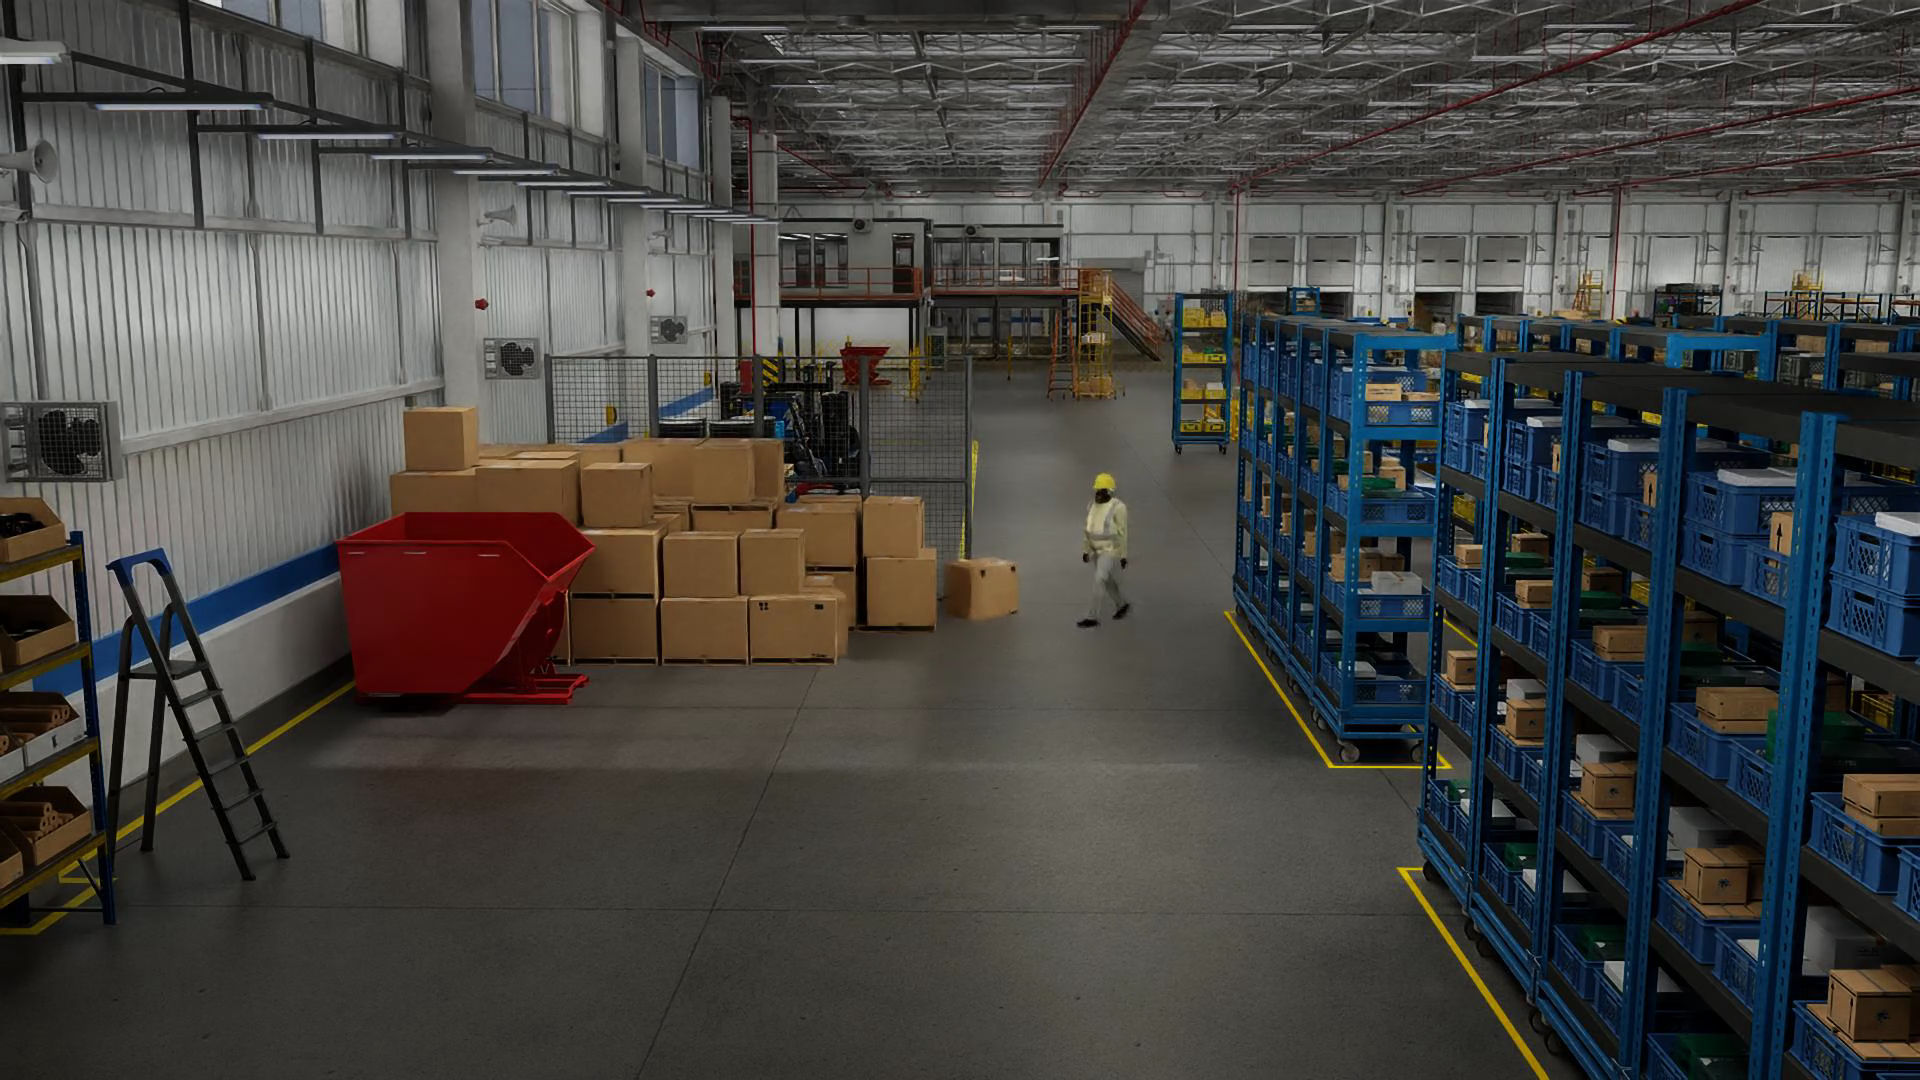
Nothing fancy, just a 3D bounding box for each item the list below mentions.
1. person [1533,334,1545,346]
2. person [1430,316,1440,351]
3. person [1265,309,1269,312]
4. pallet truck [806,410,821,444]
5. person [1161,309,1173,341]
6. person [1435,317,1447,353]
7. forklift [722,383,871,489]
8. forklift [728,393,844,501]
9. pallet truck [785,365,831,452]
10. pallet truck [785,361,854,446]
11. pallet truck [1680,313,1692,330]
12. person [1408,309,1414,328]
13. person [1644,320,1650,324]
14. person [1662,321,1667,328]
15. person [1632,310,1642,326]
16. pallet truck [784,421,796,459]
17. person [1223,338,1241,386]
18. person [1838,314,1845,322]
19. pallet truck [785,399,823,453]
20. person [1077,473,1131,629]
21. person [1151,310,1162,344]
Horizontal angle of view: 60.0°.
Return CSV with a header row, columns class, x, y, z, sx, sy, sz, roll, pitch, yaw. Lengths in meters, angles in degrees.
class,x,y,z,sx,sy,sz,roll,pitch,yaw
person,22.157,-7.273,64.010,0.712,2.000,0.650,-3,10,-17
person,23.588,-10.186,82.610,0.430,1.839,0.619,-2,9,-12
person,16.818,-11.680,91.333,0.612,1.996,0.376,6,11,35
pallet truck,-3.559,-2.018,33.905,1.522,1.261,0.704,0,9,-1
person,12.037,-12.465,96.527,0.987,1.885,0.566,-6,11,-32
person,22.637,-9.533,78.315,0.525,1.921,0.646,-5,11,-30
forklift,-2.893,-1.687,28.729,2.680,1.987,1.157,0,9,-1
forklift,-2.979,-1.316,26.476,2.680,1.987,1.157,0,9,1
pallet truck,-3.774,-2.976,37.635,1.885,1.965,0.823,1,9,5
pallet truck,-3.410,-3.193,38.978,1.885,1.965,0.823,0,9,-1
pallet truck,36.315,-10.531,84.244,0.823,1.965,1.885,-6,11,-33
person,25.678,-12.216,94.877,0.398,1.920,0.586,4,10,24
person,32.253,-9.437,78.134,0.945,1.797,0.639,-3,10,-17
person,31.664,-8.953,74.917,0.530,1.864,0.313,-8,12,-41
person,36.874,-11.571,90.726,0.615,1.979,0.704,-2,9,-12
pallet truck,-4.013,-1.793,32.705,1.601,1.201,0.680,0,9,1
person,9.782,-6.330,59.163,0.897,1.731,0.530,7,12,39
person,48.461,-11.646,91.470,0.355,1.884,0.576,4,10,21
pallet truck,-3.814,-2.432,36.419,1.630,1.274,0.653,0,9,1
person,1.712,0.096,19.317,0.893,1.800,0.601,-7,11,-36
person,10.983,-11.909,92.943,0.622,1.932,0.646,5,10,28
